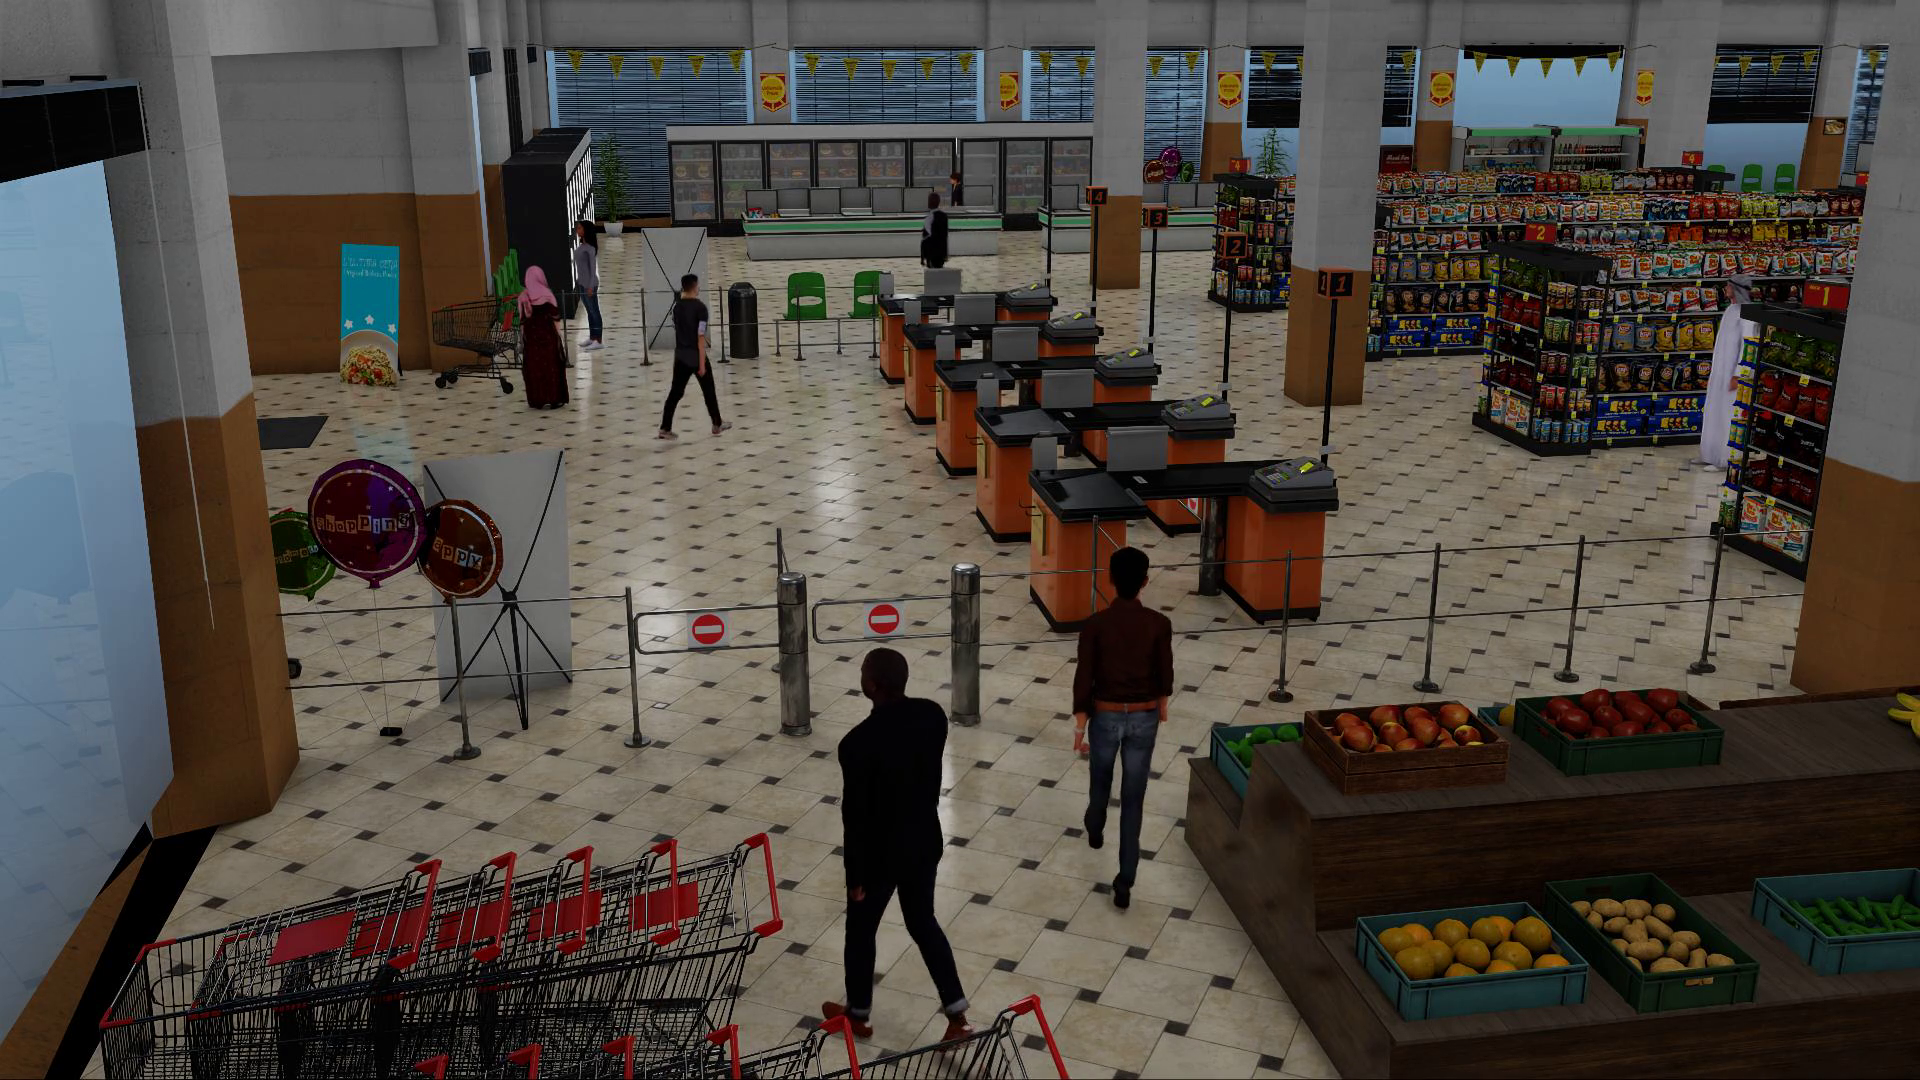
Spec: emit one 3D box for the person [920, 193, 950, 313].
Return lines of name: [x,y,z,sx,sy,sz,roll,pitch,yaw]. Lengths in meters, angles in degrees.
person: [-0.307,-4.398,25.521,0.901,1.818,0.829,15,22,40]

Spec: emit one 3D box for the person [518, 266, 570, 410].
person: [-4.772,-2.306,18.948,0.633,1.636,0.788,2,17,6]

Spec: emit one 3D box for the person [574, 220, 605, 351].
person: [-5.038,-3.477,22.632,0.631,1.735,0.667,-9,19,-27]

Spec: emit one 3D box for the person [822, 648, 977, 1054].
person: [-0.210,1.301,6.786,1.097,1.798,1.053,-13,21,-37]

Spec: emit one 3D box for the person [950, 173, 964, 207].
person: [-0.051,-6.774,33.988,0.585,1.445,0.586,2,17,6]

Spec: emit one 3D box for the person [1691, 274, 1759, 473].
person: [7.507,-1.632,16.228,0.693,1.926,0.742,1,17,2]

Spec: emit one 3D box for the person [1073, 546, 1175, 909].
person: [0.815,0.943,8.069,1.056,1.739,0.854,0,17,0]

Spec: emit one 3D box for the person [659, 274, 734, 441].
person: [-2.860,-1.836,17.261,1.177,1.715,1.218,11,20,32]
